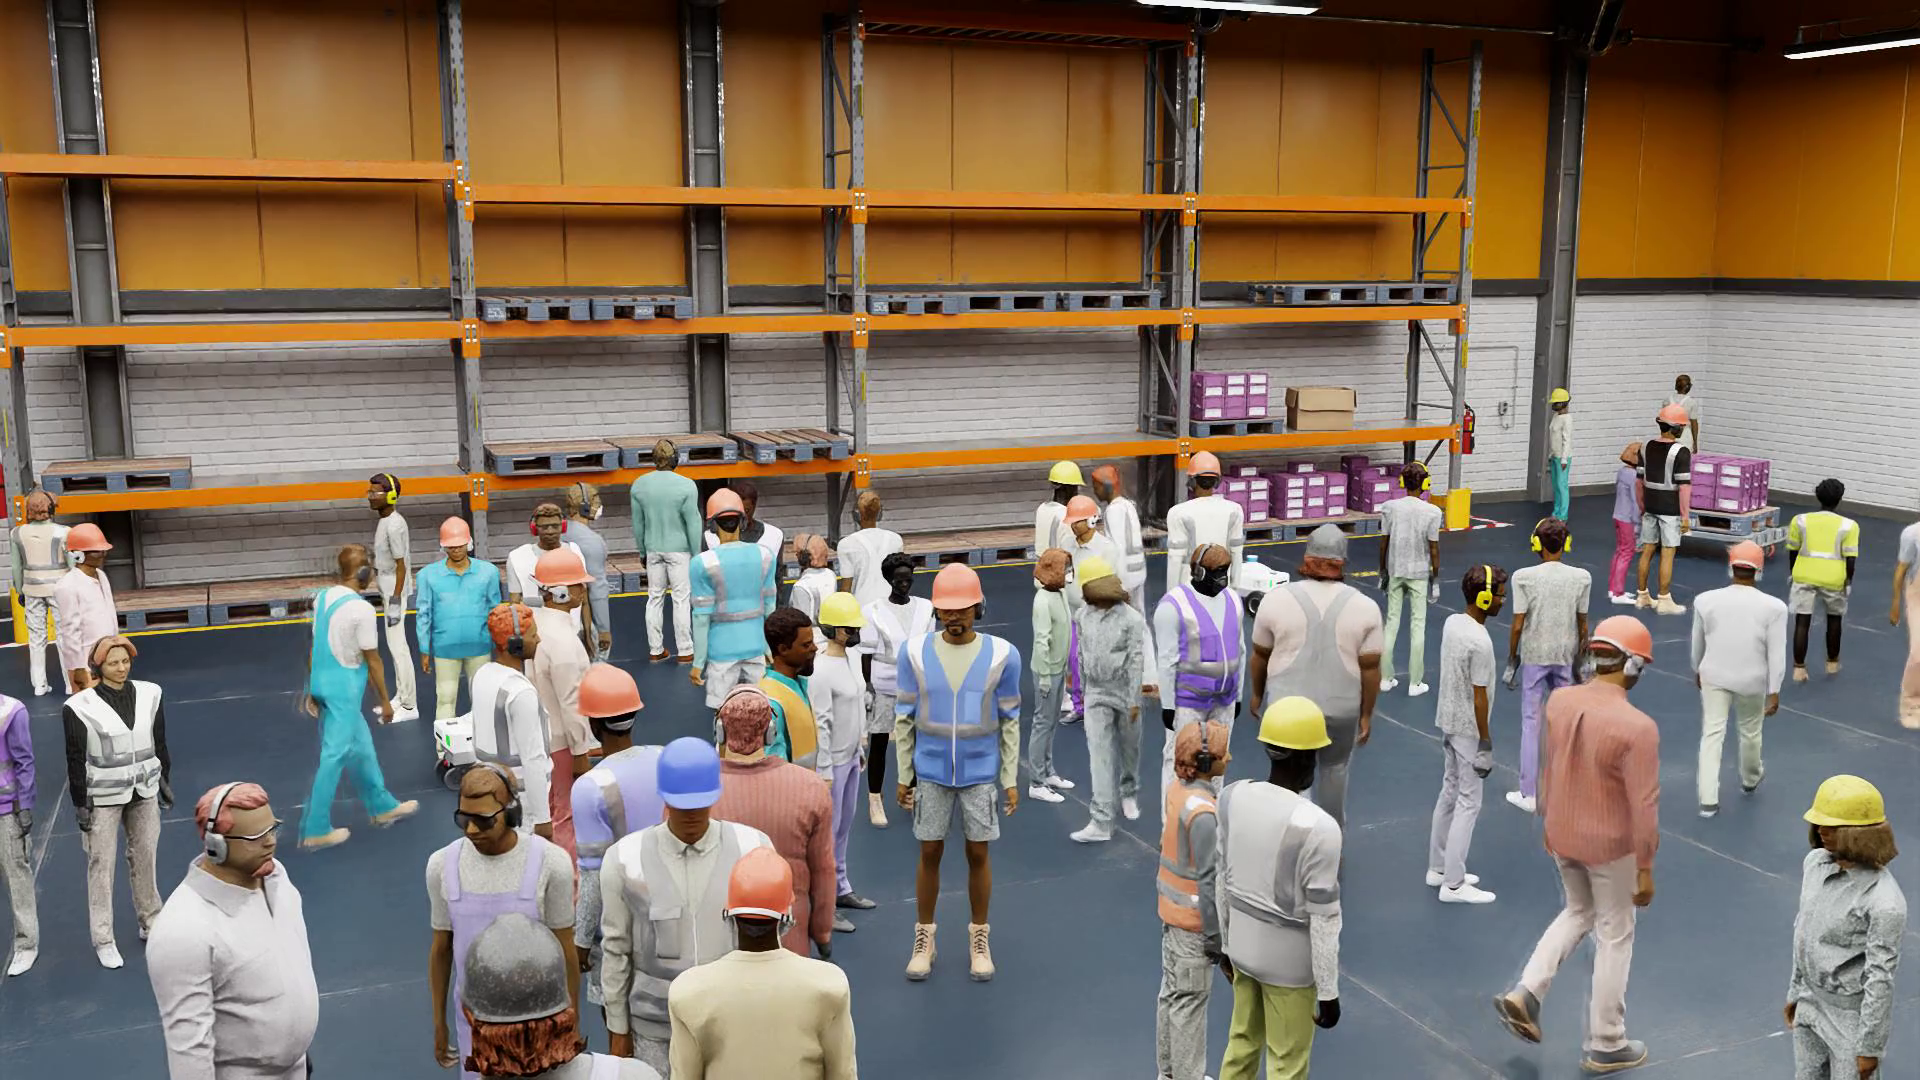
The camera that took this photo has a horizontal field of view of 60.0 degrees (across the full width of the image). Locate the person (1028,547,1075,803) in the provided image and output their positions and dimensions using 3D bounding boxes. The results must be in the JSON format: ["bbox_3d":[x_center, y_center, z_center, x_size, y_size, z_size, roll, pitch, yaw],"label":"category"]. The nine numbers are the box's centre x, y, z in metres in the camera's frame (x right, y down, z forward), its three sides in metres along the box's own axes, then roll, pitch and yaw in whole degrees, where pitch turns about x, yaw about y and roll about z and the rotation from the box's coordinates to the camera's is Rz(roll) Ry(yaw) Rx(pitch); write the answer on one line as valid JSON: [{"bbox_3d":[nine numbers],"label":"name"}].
[{"bbox_3d":[0.594,0.850,10.689,0.264,1.632,0.508,3,10,17],"label":"person"}]

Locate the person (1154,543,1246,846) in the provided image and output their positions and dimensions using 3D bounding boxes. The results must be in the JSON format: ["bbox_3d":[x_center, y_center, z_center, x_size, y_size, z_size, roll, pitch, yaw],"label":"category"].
[{"bbox_3d":[1.420,0.920,9.721,0.627,1.837,0.429,-6,11,-30],"label":"person"}]

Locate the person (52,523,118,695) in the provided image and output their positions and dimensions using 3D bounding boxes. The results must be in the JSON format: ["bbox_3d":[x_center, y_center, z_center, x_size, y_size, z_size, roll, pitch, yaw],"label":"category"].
[{"bbox_3d":[-5.658,0.756,10.878,0.330,1.753,0.561,-1,10,-4],"label":"person"}]

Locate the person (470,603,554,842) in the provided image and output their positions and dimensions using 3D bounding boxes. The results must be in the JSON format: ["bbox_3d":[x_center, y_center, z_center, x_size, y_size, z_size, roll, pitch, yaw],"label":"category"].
[{"bbox_3d":[-2.079,1.224,7.817,0.344,1.879,0.585,-8,13,-39],"label":"person"}]

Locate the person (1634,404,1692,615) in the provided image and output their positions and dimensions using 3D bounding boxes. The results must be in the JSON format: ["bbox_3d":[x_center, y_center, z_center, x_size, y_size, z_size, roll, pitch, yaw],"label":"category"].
[{"bbox_3d":[6.844,-0.300,16.134,0.379,2.041,0.616,-4,11,-23],"label":"person"}]

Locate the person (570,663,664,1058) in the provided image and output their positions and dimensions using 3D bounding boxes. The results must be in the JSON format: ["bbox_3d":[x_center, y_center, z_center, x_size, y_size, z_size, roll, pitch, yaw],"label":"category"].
[{"bbox_3d":[-1.317,1.431,6.470,0.359,1.937,0.543,6,11,30],"label":"person"}]

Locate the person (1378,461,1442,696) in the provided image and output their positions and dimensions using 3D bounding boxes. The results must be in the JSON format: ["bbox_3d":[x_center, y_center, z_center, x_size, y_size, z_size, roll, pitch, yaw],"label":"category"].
[{"bbox_3d":[3.561,0.305,13.190,0.510,1.859,0.327,7,12,35],"label":"person"}]

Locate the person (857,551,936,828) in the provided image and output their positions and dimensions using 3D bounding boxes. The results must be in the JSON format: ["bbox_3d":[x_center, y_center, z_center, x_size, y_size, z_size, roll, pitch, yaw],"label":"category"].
[{"bbox_3d":[-0.376,0.905,10.188,0.533,1.697,0.318,-5,11,-27],"label":"person"}]

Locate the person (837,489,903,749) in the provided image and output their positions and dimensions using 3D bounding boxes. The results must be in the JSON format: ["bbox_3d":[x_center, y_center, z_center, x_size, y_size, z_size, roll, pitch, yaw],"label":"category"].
[{"bbox_3d":[-0.642,0.557,11.769,0.511,1.845,0.341,-6,12,-31],"label":"person"}]

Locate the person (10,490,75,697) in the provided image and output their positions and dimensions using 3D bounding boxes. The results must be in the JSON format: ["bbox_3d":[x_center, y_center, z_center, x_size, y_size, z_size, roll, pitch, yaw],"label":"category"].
[{"bbox_3d":[-7.173,0.428,13.102,0.522,1.638,0.309,0,10,-3],"label":"person"}]

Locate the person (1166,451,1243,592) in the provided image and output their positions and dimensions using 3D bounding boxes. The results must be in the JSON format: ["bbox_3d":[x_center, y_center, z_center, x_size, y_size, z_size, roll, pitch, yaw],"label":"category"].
[{"bbox_3d":[1.789,0.356,12.354,0.615,2.040,0.391,-3,10,-17],"label":"person"}]

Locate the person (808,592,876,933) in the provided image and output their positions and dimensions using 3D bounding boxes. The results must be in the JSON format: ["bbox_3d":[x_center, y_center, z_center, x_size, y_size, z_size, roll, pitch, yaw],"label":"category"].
[{"bbox_3d":[-0.617,1.136,8.661,0.310,1.768,0.533,3,10,17],"label":"person"}]

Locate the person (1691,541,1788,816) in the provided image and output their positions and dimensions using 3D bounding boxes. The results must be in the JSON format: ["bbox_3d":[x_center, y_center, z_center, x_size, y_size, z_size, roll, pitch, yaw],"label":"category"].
[{"bbox_3d":[4.908,0.844,10.488,0.571,1.708,0.854,7,12,34],"label":"person"}]

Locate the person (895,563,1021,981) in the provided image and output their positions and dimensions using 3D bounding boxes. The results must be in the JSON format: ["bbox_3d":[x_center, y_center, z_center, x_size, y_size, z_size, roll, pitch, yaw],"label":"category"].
[{"bbox_3d":[-0.014,1.114,7.987,0.605,2.045,0.385,1,10,4],"label":"person"}]

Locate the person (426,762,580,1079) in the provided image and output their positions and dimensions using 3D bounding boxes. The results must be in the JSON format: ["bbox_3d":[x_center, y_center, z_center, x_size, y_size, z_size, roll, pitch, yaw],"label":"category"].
[{"bbox_3d":[-1.542,1.626,5.654,0.518,1.834,0.347,0,10,2],"label":"person"}]

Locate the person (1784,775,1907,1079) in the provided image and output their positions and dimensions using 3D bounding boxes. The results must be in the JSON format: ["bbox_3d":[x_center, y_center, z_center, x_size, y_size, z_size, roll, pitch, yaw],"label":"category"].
[{"bbox_3d":[3.040,1.652,5.787,0.331,1.734,0.482,-1,10,-4],"label":"person"}]

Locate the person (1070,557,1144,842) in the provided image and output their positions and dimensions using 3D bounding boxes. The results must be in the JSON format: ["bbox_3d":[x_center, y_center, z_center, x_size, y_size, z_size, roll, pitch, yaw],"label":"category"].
[{"bbox_3d":[0.891,0.937,10.051,0.490,1.678,0.836,4,11,24],"label":"person"}]

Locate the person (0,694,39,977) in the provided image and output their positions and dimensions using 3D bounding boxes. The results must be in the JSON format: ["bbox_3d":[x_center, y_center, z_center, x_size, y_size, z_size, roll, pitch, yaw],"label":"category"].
[{"bbox_3d":[-4.726,1.303,8.060,0.513,1.641,0.309,1,10,3],"label":"person"}]

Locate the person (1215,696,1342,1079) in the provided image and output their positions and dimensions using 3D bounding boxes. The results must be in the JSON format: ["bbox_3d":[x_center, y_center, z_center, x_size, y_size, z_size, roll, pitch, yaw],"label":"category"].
[{"bbox_3d":[1.168,1.509,6.069,0.393,1.920,0.588,-6,12,-31],"label":"person"}]

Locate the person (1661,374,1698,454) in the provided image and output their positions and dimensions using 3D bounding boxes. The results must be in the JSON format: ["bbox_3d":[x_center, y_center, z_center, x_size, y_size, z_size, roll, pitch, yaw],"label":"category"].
[{"bbox_3d":[9.783,-1.327,22.619,0.344,1.847,0.504,-9,13,-41],"label":"person"}]

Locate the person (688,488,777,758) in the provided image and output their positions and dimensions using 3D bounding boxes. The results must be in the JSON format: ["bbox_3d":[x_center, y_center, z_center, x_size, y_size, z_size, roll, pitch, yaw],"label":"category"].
[{"bbox_3d":[-1.439,0.690,10.456,0.609,2.034,0.404,-8,13,-38],"label":"person"}]

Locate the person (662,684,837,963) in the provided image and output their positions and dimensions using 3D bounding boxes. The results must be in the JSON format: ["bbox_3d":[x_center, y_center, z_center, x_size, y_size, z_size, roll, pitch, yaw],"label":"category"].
[{"bbox_3d":[-0.789,1.479,6.281,0.650,1.907,0.409,-2,10,-14],"label":"person"}]

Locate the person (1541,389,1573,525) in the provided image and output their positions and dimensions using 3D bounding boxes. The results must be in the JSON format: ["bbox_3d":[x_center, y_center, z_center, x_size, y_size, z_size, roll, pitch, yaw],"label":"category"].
[{"bbox_3d":[7.688,-1.066,21.380,0.338,1.761,0.524,0,10,1],"label":"person"}]

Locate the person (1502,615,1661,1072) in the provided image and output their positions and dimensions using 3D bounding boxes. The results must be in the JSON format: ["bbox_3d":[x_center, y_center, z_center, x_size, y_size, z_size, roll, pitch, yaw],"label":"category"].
[{"bbox_3d":[2.698,1.302,7.150,0.621,1.957,0.685,-5,11,-24],"label":"person"}]

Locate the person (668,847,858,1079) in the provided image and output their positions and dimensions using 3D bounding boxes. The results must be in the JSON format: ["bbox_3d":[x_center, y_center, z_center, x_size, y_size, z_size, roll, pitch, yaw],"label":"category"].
[{"bbox_3d":[-0.586,1.775,5.011,0.563,1.752,0.327,-1,10,-6],"label":"person"}]

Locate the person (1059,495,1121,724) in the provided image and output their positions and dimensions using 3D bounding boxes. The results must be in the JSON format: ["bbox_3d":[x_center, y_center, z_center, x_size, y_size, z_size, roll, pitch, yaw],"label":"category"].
[{"bbox_3d":[0.915,0.531,12.222,0.353,1.738,0.574,-9,13,-42],"label":"person"}]

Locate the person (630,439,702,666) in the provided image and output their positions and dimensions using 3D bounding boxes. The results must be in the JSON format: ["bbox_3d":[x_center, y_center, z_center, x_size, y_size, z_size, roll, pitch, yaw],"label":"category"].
[{"bbox_3d":[-2.466,0.108,14.088,0.632,1.940,0.372,3,10,17],"label":"person"}]

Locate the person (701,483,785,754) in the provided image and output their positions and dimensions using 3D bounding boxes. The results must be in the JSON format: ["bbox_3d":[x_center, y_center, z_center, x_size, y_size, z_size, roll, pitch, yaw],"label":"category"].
[{"bbox_3d":[-1.517,0.537,11.695,0.589,1.913,0.399,-3,10,-17],"label":"person"}]

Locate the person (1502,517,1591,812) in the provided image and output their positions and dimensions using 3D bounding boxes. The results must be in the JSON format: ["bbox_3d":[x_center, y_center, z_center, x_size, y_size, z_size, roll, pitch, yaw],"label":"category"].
[{"bbox_3d":[3.669,0.779,10.440,0.513,1.864,0.337,0,10,0],"label":"person"}]

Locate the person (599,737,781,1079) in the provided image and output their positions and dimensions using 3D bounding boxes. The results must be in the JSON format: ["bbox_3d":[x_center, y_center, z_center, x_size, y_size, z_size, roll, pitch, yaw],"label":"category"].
[{"bbox_3d":[-0.890,1.587,5.571,0.607,1.940,0.416,-2,10,-13],"label":"person"}]

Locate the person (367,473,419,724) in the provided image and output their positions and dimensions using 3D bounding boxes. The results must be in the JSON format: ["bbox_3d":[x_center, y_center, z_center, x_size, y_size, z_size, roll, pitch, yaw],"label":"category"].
[{"bbox_3d":[-4.258,0.428,12.425,0.316,1.874,0.531,-4,11,-24],"label":"person"}]

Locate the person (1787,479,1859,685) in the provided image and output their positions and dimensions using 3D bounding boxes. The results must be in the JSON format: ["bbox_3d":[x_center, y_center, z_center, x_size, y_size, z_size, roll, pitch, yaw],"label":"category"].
[{"bbox_3d":[7.044,0.327,13.601,0.549,1.663,0.784,7,12,36],"label":"person"}]

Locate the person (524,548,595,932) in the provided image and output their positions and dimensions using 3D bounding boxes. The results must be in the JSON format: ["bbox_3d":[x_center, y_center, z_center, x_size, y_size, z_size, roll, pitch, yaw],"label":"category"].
[{"bbox_3d":[-2.051,1.028,8.621,0.376,1.995,0.609,-6,11,-30],"label":"person"}]

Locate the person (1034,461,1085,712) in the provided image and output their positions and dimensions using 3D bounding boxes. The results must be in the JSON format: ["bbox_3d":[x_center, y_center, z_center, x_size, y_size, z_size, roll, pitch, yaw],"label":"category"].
[{"bbox_3d":[0.771,0.349,12.766,0.396,1.918,0.592,-4,11,-20],"label":"person"}]

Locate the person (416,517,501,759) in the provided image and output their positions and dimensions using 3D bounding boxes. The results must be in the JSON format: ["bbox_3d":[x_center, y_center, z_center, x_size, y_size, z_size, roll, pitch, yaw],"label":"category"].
[{"bbox_3d":[-3.343,0.706,11.168,0.576,1.749,0.334,-4,11,-23],"label":"person"}]

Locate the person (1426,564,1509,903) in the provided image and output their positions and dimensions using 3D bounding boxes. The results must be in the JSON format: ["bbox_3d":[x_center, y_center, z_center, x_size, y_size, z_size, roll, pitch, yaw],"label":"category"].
[{"bbox_3d":[2.744,1.041,8.965,0.338,1.856,0.524,-1,10,-6],"label":"person"}]

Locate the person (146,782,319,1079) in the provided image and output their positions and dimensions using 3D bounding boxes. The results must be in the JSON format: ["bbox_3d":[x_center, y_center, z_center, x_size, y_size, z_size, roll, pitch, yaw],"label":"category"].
[{"bbox_3d":[-2.193,1.671,5.172,0.401,1.906,0.651,1,10,4],"label":"person"}]

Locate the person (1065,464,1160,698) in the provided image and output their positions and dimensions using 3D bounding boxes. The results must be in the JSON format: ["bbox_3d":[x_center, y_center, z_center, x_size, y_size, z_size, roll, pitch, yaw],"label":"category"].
[{"bbox_3d":[1.174,0.328,13.126,0.937,1.828,0.643,4,11,21],"label":"person"}]

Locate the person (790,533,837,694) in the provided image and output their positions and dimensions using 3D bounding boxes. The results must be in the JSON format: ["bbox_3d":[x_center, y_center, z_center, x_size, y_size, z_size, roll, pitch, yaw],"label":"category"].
[{"bbox_3d":[-0.980,0.763,11.176,0.308,1.640,0.511,4,10,19],"label":"person"}]

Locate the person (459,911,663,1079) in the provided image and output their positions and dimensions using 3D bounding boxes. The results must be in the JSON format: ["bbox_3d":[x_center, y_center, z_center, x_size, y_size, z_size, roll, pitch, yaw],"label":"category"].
[{"bbox_3d":[-1.009,1.831,3.862,0.688,2.000,0.539,-7,12,-36],"label":"person"}]

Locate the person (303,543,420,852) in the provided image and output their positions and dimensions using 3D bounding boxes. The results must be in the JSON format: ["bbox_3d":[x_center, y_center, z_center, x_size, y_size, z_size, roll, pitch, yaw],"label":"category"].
[{"bbox_3d":[-3.567,0.911,9.875,0.531,1.788,0.870,8,13,40],"label":"person"}]

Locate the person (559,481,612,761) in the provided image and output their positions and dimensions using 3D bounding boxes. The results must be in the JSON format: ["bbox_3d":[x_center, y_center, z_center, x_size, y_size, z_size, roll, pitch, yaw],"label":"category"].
[{"bbox_3d":[-2.593,0.558,11.492,0.361,1.938,0.635,-8,13,-40],"label":"person"}]

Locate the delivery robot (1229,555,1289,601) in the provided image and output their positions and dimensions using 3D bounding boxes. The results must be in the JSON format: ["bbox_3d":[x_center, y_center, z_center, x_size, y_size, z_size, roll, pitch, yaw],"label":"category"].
[{"bbox_3d":[2.828,0.393,16.155,0.477,0.478,0.707,-10,14,-44],"label":"delivery robot"}]

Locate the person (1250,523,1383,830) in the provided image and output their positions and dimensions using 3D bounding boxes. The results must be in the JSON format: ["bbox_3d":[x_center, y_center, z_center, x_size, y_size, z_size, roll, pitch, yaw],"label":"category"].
[{"bbox_3d":[2.000,0.866,9.424,0.701,2.000,0.976,2,10,9],"label":"person"}]

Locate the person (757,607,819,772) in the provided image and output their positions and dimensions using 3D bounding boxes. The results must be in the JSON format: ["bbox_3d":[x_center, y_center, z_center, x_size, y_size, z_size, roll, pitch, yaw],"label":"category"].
[{"bbox_3d":[-0.803,1.246,7.585,0.391,1.920,0.587,0,10,-1],"label":"person"}]

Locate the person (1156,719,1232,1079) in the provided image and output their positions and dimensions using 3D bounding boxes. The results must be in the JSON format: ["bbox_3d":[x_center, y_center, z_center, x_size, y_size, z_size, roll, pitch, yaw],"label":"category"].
[{"bbox_3d":[0.953,1.530,6.747,0.313,1.642,0.513,-1,10,-5],"label":"person"}]

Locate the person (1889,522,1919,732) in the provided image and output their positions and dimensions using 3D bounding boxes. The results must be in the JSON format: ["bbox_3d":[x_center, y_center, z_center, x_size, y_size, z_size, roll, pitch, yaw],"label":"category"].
[{"bbox_3d":[7.112,0.506,12.111,0.519,1.824,0.580,0,10,2],"label":"person"}]

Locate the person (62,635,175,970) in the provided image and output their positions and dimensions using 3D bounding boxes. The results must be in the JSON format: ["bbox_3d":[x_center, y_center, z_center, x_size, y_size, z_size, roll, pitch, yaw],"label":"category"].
[{"bbox_3d":[-4.152,1.272,8.238,0.307,1.641,0.511,6,12,32],"label":"person"}]

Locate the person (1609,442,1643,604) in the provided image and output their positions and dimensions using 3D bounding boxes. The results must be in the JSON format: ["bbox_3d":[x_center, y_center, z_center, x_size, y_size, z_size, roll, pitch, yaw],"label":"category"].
[{"bbox_3d":[6.701,-0.175,16.625,0.320,1.624,0.506,1,10,4],"label":"person"}]

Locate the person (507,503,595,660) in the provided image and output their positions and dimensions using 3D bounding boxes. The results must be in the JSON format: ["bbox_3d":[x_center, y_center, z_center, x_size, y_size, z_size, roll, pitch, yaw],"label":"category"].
[{"bbox_3d":[-2.746,0.655,11.201,0.564,1.845,0.389,-5,11,-28],"label":"person"}]
